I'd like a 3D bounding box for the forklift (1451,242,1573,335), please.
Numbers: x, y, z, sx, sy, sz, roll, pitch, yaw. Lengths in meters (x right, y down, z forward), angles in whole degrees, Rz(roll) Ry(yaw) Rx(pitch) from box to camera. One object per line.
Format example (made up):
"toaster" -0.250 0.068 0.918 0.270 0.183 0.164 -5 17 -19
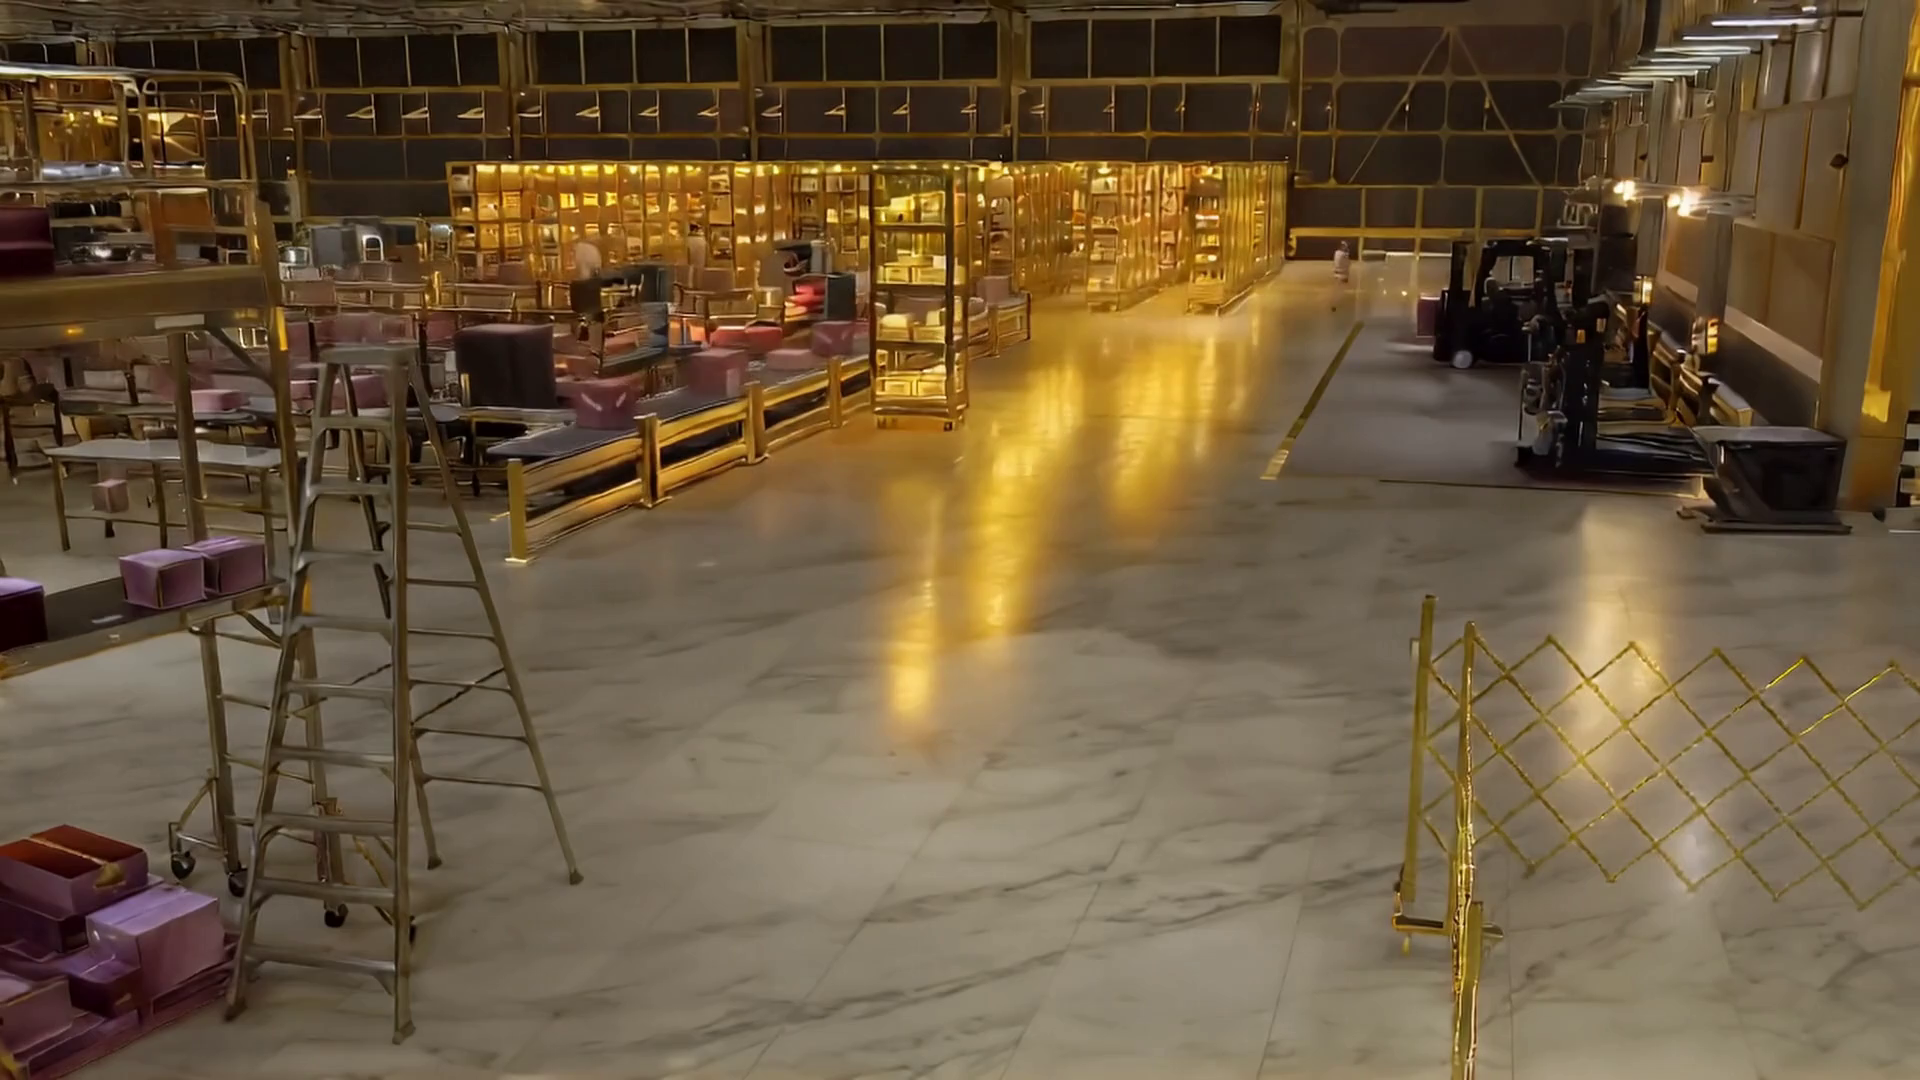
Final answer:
"forklift" 10.464 -4.597 31.405 2.680 1.987 1.157 4 14 16

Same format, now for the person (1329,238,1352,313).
"person" 9.343 -6.402 40.278 0.831 1.789 0.601 -6 14 -24

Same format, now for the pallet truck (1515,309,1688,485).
"pallet truck" 7.554 -1.677 19.446 1.885 1.965 0.823 3 13 14

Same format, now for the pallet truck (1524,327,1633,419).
"pallet truck" 9.065 -2.460 24.370 1.522 1.261 0.704 3 13 14

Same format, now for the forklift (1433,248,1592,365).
"forklift" 9.780 -4.111 29.280 2.680 1.987 1.157 3 13 14

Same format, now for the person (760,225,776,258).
"person" -5.579 -8.235 48.227 0.572 1.795 0.988 2 13 10

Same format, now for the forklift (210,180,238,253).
"forklift" -28.674 -12.645 64.891 1.873 2.768 1.129 4 14 16

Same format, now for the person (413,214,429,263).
"person" -19.154 -10.718 59.090 0.498 1.731 0.378 -4 14 -19

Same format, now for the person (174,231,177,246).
"person" -24.528 -9.049 51.430 0.601 1.940 0.413 -6 14 -25

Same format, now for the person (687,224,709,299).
"person" -6.944 -7.393 44.213 0.643 1.964 0.609 4 14 15

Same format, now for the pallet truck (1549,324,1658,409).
"pallet truck" 9.824 -2.669 25.407 1.601 1.201 0.680 4 14 16

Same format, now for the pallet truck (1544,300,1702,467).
"pallet truck" 8.263 -1.952 20.631 1.885 1.965 0.823 5 14 20

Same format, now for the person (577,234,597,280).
"person" -9.262 -6.625 41.100 0.973 1.862 0.648 10 16 36

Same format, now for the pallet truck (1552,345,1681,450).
"pallet truck" 8.641 -1.896 21.908 1.630 1.274 0.653 4 14 16
